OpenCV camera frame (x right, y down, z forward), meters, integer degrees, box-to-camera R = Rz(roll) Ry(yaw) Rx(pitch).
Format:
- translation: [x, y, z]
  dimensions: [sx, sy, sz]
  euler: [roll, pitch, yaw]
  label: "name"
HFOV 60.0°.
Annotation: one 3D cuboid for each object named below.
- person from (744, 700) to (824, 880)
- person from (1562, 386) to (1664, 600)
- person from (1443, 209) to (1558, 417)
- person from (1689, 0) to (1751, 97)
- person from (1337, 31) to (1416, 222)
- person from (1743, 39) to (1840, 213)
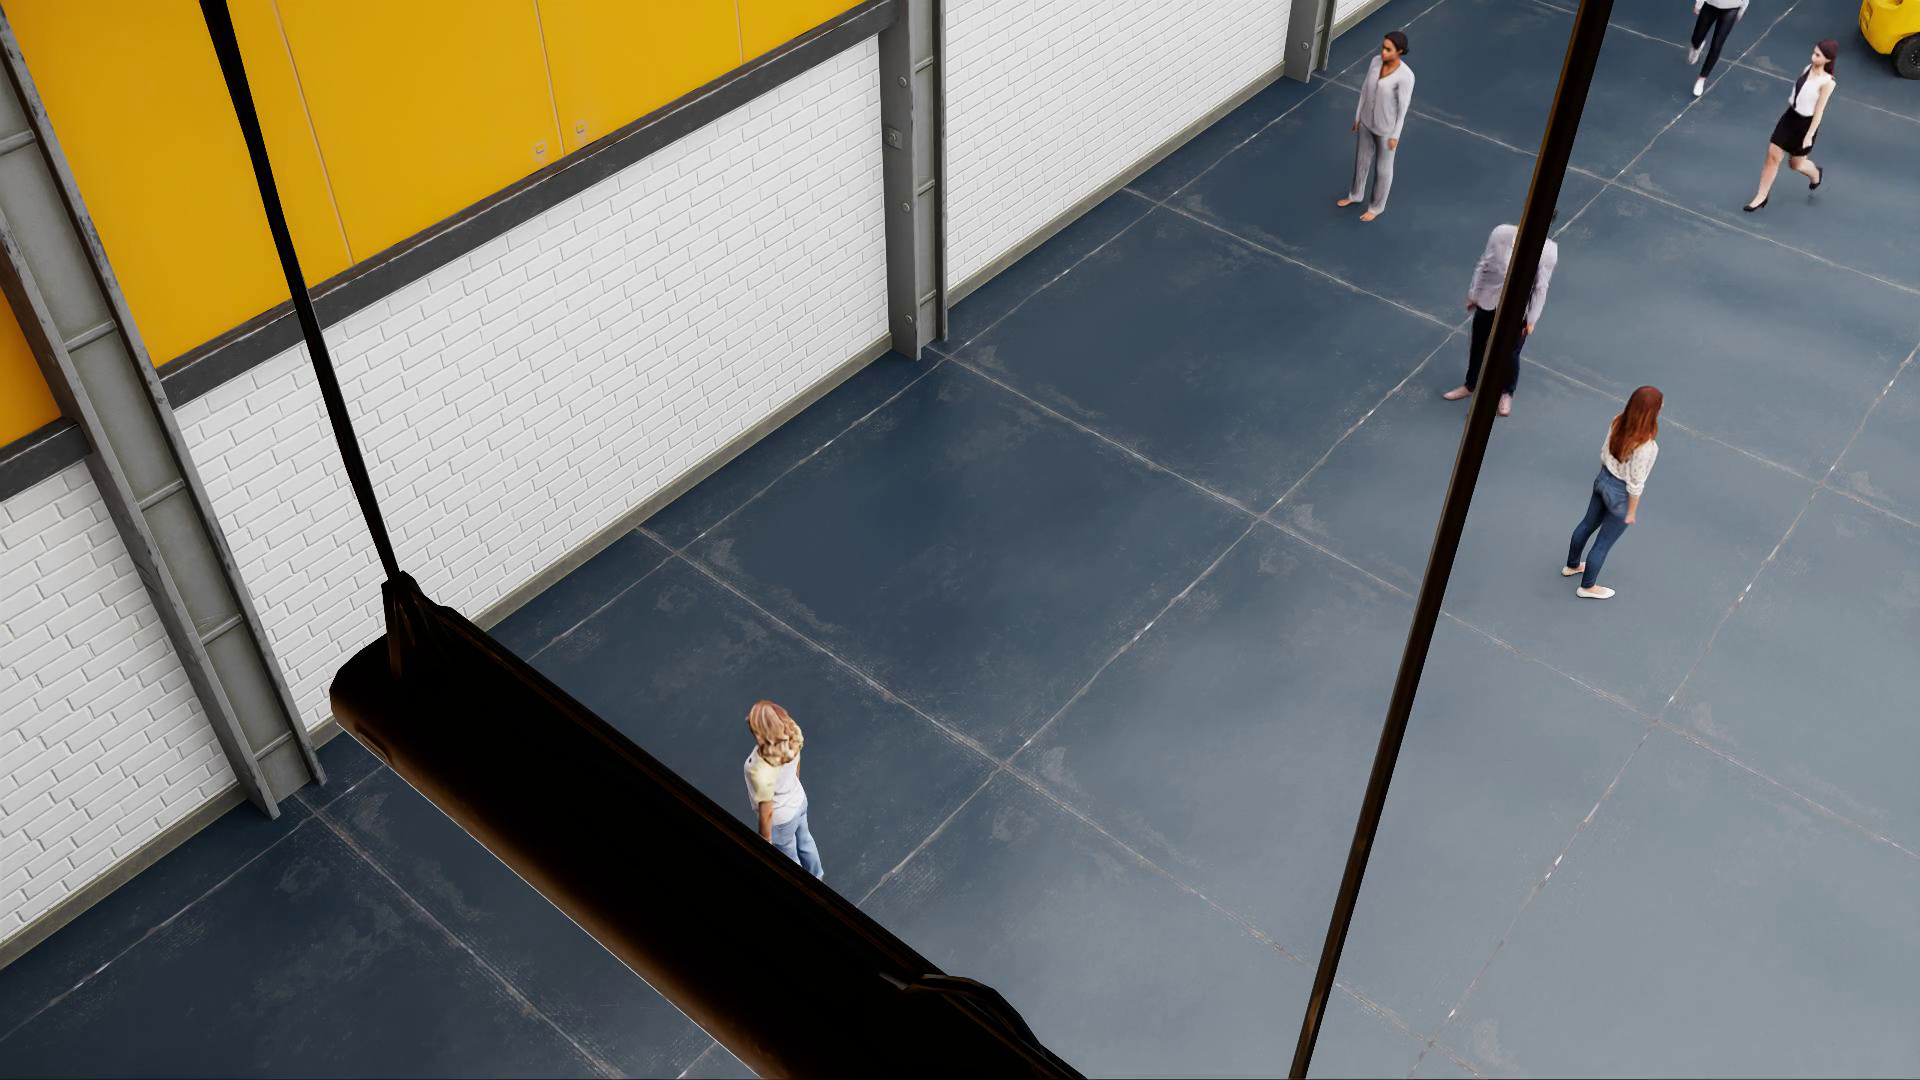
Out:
- translation: [-0.969, 1.490, 9.164]
  dimensions: [0.756, 1.720, 0.618]
  euler: [12, 45, 12]
  label: "person"
- translation: [4.358, -0.329, 11.067]
  dimensions: [0.690, 1.729, 0.652]
  euler: [-8, 44, -8]
  label: "person"
- translation: [4.084, -1.775, 12.510]
  dimensions: [0.562, 1.833, 0.710]
  euler: [-27, 50, -25]
  label: "person"
- translation: [7.445, -5.243, 16.255]
  dimensions: [0.801, 1.688, 0.988]
  euler: [15, 46, 15]
  label: "person"
- translation: [3.680, -3.639, 14.536]
  dimensions: [0.603, 1.737, 0.683]
  euler: [-28, 50, -26]
  label: "person"
- translation: [7.417, -3.603, 14.577]
  dimensions: [1.036, 1.627, 0.887]
  euler: [-11, 45, -11]
  label: "person"
